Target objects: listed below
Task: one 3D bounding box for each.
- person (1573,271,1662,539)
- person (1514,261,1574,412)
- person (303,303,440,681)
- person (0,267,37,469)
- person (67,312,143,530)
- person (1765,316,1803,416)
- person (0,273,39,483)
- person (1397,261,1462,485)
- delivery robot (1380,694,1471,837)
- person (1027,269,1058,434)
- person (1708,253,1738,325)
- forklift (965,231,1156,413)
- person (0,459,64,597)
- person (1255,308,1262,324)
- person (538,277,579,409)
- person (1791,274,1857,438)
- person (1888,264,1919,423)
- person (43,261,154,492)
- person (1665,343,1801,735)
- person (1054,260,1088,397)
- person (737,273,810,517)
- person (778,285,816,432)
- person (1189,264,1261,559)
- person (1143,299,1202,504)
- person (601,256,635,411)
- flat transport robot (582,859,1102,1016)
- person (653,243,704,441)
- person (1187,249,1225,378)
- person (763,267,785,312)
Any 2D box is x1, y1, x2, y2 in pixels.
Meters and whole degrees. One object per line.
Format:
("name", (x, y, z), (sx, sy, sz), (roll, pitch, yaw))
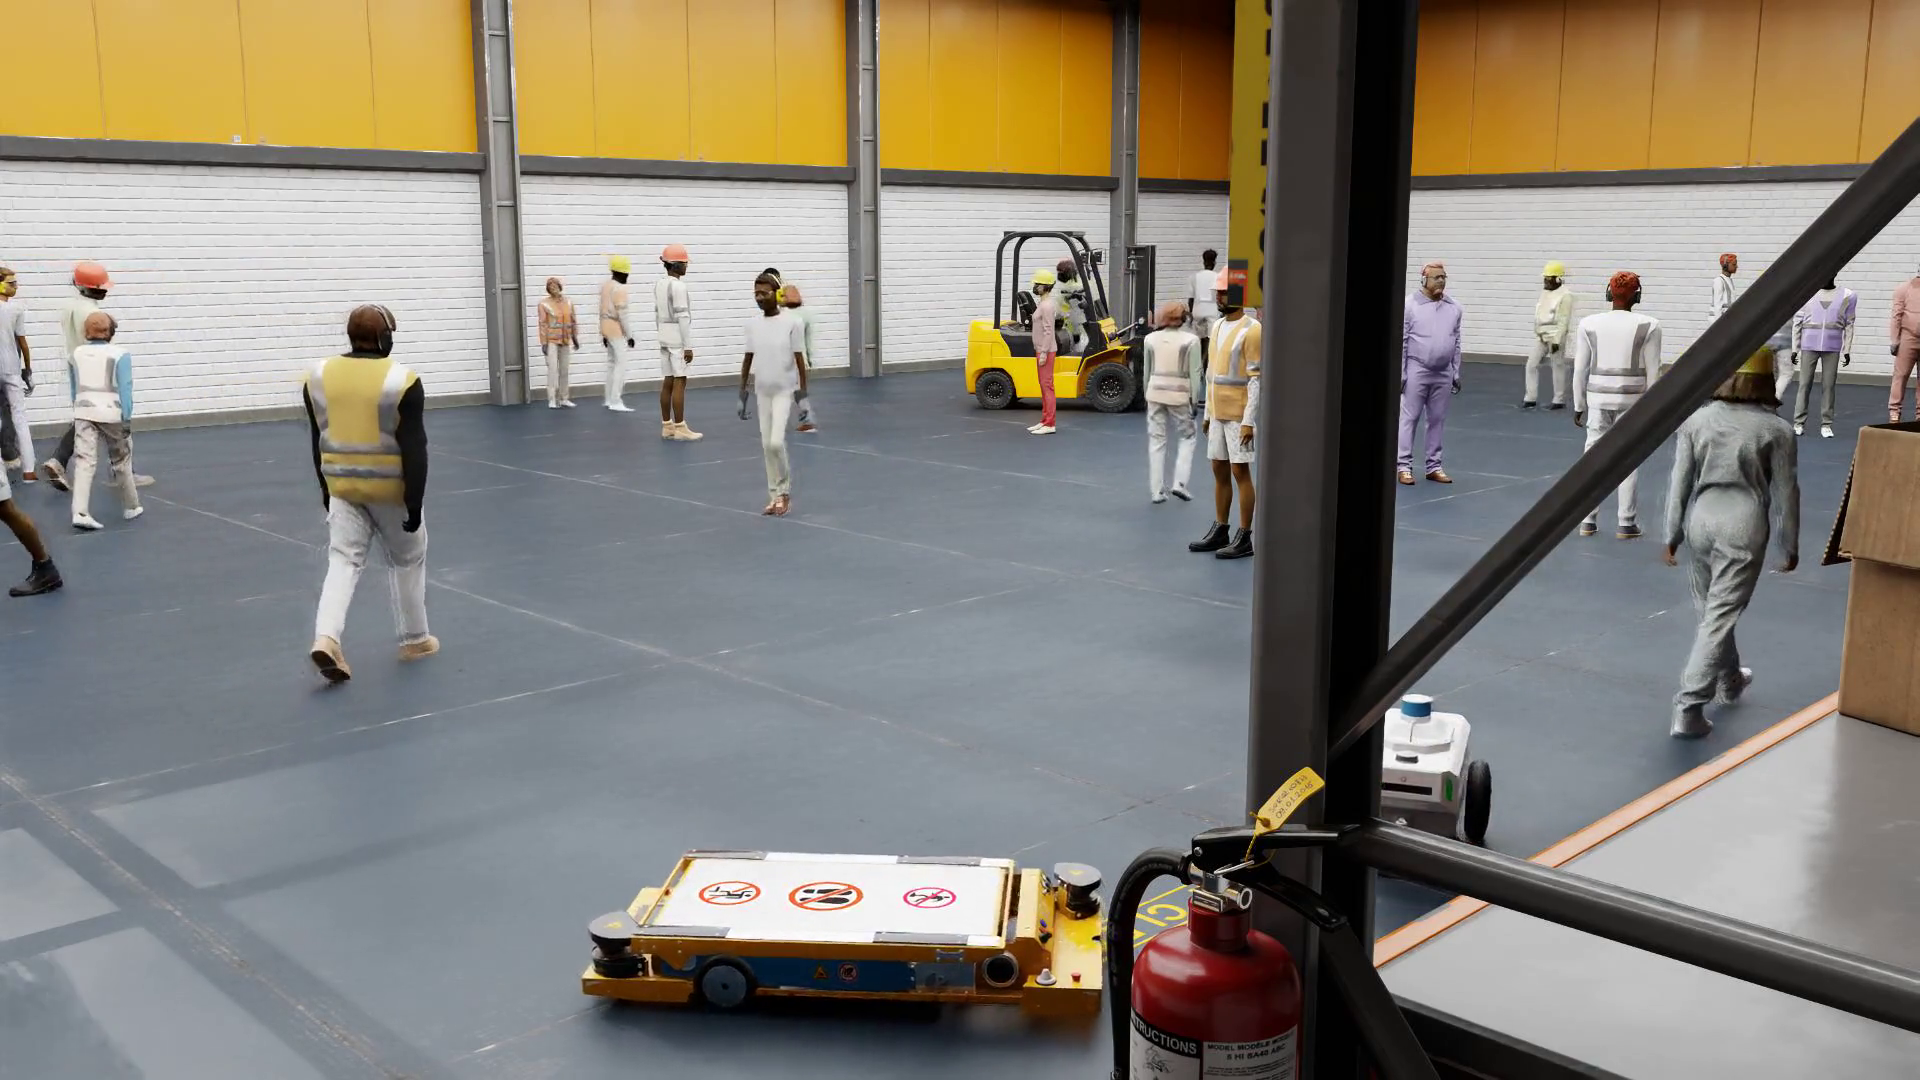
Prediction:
("person", (4.632, -0.948, 11.741), (0.584, 1.882, 0.346), (7, 12, 32))
("person", (7.023, -2.433, 20.012), (0.734, 1.808, 0.608), (-3, 11, -15))
("person", (-2.880, -0.235, 8.064), (0.619, 1.819, 0.874), (1, 10, 6))
("person", (-8.738, -1.573, 15.253), (0.328, 1.844, 0.514), (-5, 11, -23))
("person", (-6.312, -0.878, 12.208), (0.508, 1.576, 0.880), (0, 10, -1))
("person", (9.398, -2.262, 19.112), (0.601, 1.808, 0.688), (10, 14, 44))
("person", (-8.242, -1.399, 14.267), (0.520, 1.862, 0.327), (-7, 12, -32))
("person", (4.029, -1.430, 14.299), (0.642, 1.913, 0.409), (-3, 11, -15))
("delivery robot", (1.558, 0.775, 5.716), (0.477, 0.478, 0.707), (4, 11, 20))
("person", (0.894, -2.024, 17.924), (0.306, 1.772, 0.525), (-1, 10, -3))
("person", (10.448, -2.970, 22.774), (0.355, 1.883, 0.575), (7, 13, 35))
("forklift", (1.222, -2.721, 20.561), (2.313, 2.155, 1.214), (2, 11, 13))
("person", (-5.755, -0.544, 9.564), (0.561, 1.877, 1.046), (8, 13, 36))
("person", (5.595, -4.326, 30.114), (0.639, 1.904, 0.410), (9, 14, 40))
("person", (-4.966, -2.433, 20.563), (0.327, 1.629, 0.546), (8, 13, 39))
("person", (9.126, -2.047, 17.615), (0.590, 1.927, 0.367), (5, 12, 26))
("person", (10.790, -2.229, 18.680), (0.636, 1.903, 0.405), (2, 11, 11))
("person", (-7.208, -1.345, 13.810), (0.630, 1.925, 0.842), (8, 13, 35))
("person", (3.378, -0.028, 7.234), (0.912, 1.686, 0.501), (-9, 14, -42))
("person", (1.321, -2.754, 21.814), (0.907, 1.794, 0.647), (1, 10, 6))
("person", (-1.437, -1.086, 12.582), (0.550, 1.850, 0.508), (4, 11, 23))
("person", (-1.861, -1.986, 18.203), (0.847, 1.582, 0.515), (9, 13, 39))
("person", (1.785, -0.847, 11.031), (0.354, 1.942, 0.545), (-5, 12, -26))
("person", (1.682, -1.097, 13.264), (0.533, 1.622, 0.412), (6, 12, 28))
("person", (-4.237, -2.525, 20.412), (0.362, 1.903, 0.756), (-5, 12, -27))
("flat transport robot", (-0.306, 1.125, 4.841), (1.431, 0.197, 0.652), (1, 10, 4))
("person", (-2.945, -2.051, 17.317), (0.377, 2.045, 0.605), (-7, 13, -35))
("person", (3.659, -3.356, 24.737), (0.608, 1.942, 0.837), (5, 12, 27))
("person", (-2.568, -2.929, 23.070), (0.319, 1.691, 0.536), (-6, 12, -28))
